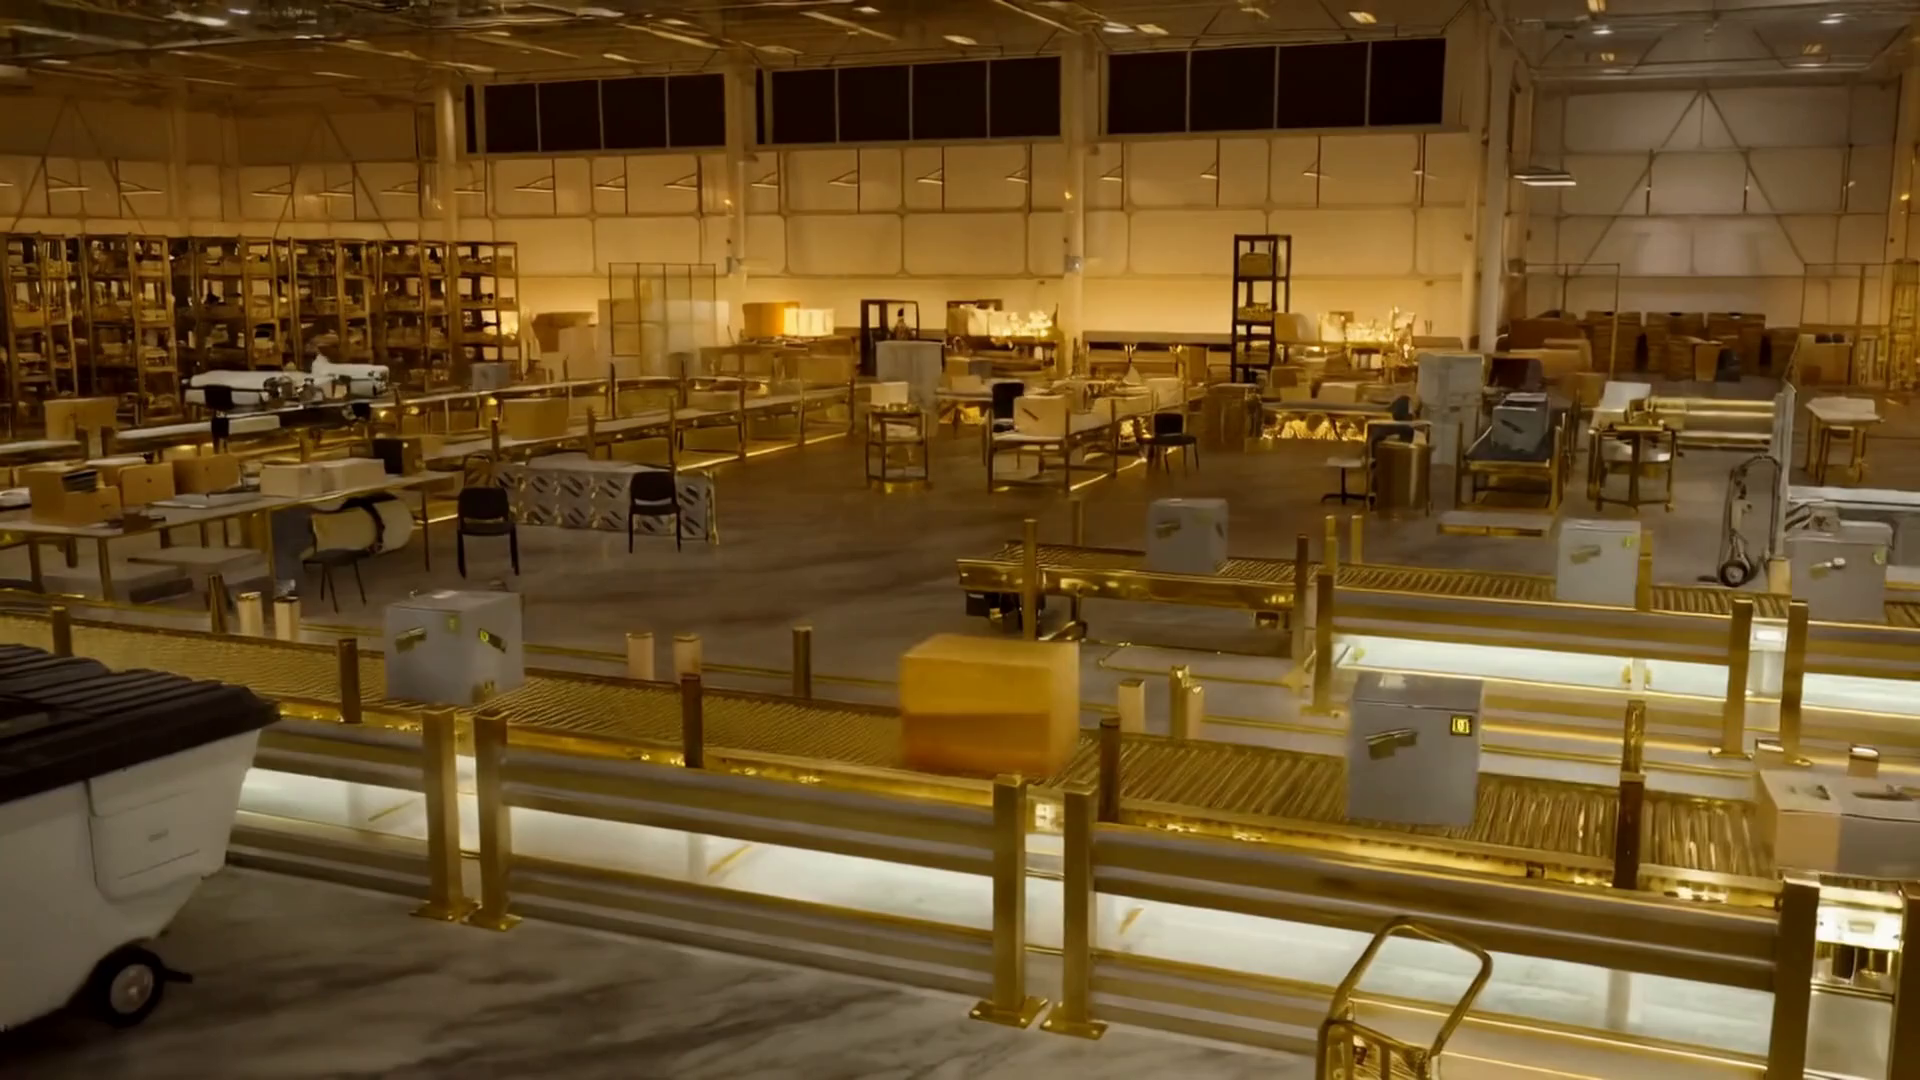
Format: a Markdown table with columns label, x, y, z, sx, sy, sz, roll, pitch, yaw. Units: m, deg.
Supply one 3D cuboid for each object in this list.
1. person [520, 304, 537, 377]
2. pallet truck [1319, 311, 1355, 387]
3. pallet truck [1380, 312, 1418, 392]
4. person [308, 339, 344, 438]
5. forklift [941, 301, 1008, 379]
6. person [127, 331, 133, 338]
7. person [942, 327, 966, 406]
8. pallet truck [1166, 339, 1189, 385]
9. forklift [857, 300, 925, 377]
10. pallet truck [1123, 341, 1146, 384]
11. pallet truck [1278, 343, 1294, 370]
| label | x | y | z | sx | sy | sz | roll | pitch | yaw |
| --- | --- | --- | --- | --- | --- | --- | --- | --- | --- |
| person | -11.891 | -5.476 | 45.600 | 0.382 | 1.993 | 0.622 | -9 | 13 | -42 |
| pallet truck | 9.071 | -4.419 | 39.190 | 0.823 | 1.965 | 1.885 | 5 | 10 | 26 |
| pallet truck | 10.207 | -4.283 | 38.369 | 0.823 | 1.965 | 1.885 | 3 | 10 | 20 |
| person | -11.208 | -2.660 | 29.276 | 0.534 | 1.745 | 0.583 | 7 | 12 | 36 |
| forklift | 0.365 | -4.966 | 41.571 | 1.157 | 1.987 | 2.680 | 3 | 10 | 20 |
| person | -18.449 | -4.039 | 37.356 | 0.572 | 1.840 | 0.373 | -2 | 10 | -10 |
| person | -0.124 | -3.479 | 33.573 | 1.064 | 1.978 | 0.615 | 2 | 10 | 14 |
| pallet truck | 5.418 | -4.269 | 40.420 | 0.704 | 1.261 | 1.522 | 3 | 10 | 20 |
| forklift | -1.732 | -5.109 | 42.468 | 1.157 | 1.987 | 2.680 | 4 | 10 | 22 |
| pallet truck | 4.445 | -4.380 | 41.279 | 0.680 | 1.201 | 1.601 | 4 | 10 | 22 |
| pallet truck | 7.886 | -4.163 | 39.743 | 0.653 | 1.274 | 1.630 | 4 | 10 | 22 |
